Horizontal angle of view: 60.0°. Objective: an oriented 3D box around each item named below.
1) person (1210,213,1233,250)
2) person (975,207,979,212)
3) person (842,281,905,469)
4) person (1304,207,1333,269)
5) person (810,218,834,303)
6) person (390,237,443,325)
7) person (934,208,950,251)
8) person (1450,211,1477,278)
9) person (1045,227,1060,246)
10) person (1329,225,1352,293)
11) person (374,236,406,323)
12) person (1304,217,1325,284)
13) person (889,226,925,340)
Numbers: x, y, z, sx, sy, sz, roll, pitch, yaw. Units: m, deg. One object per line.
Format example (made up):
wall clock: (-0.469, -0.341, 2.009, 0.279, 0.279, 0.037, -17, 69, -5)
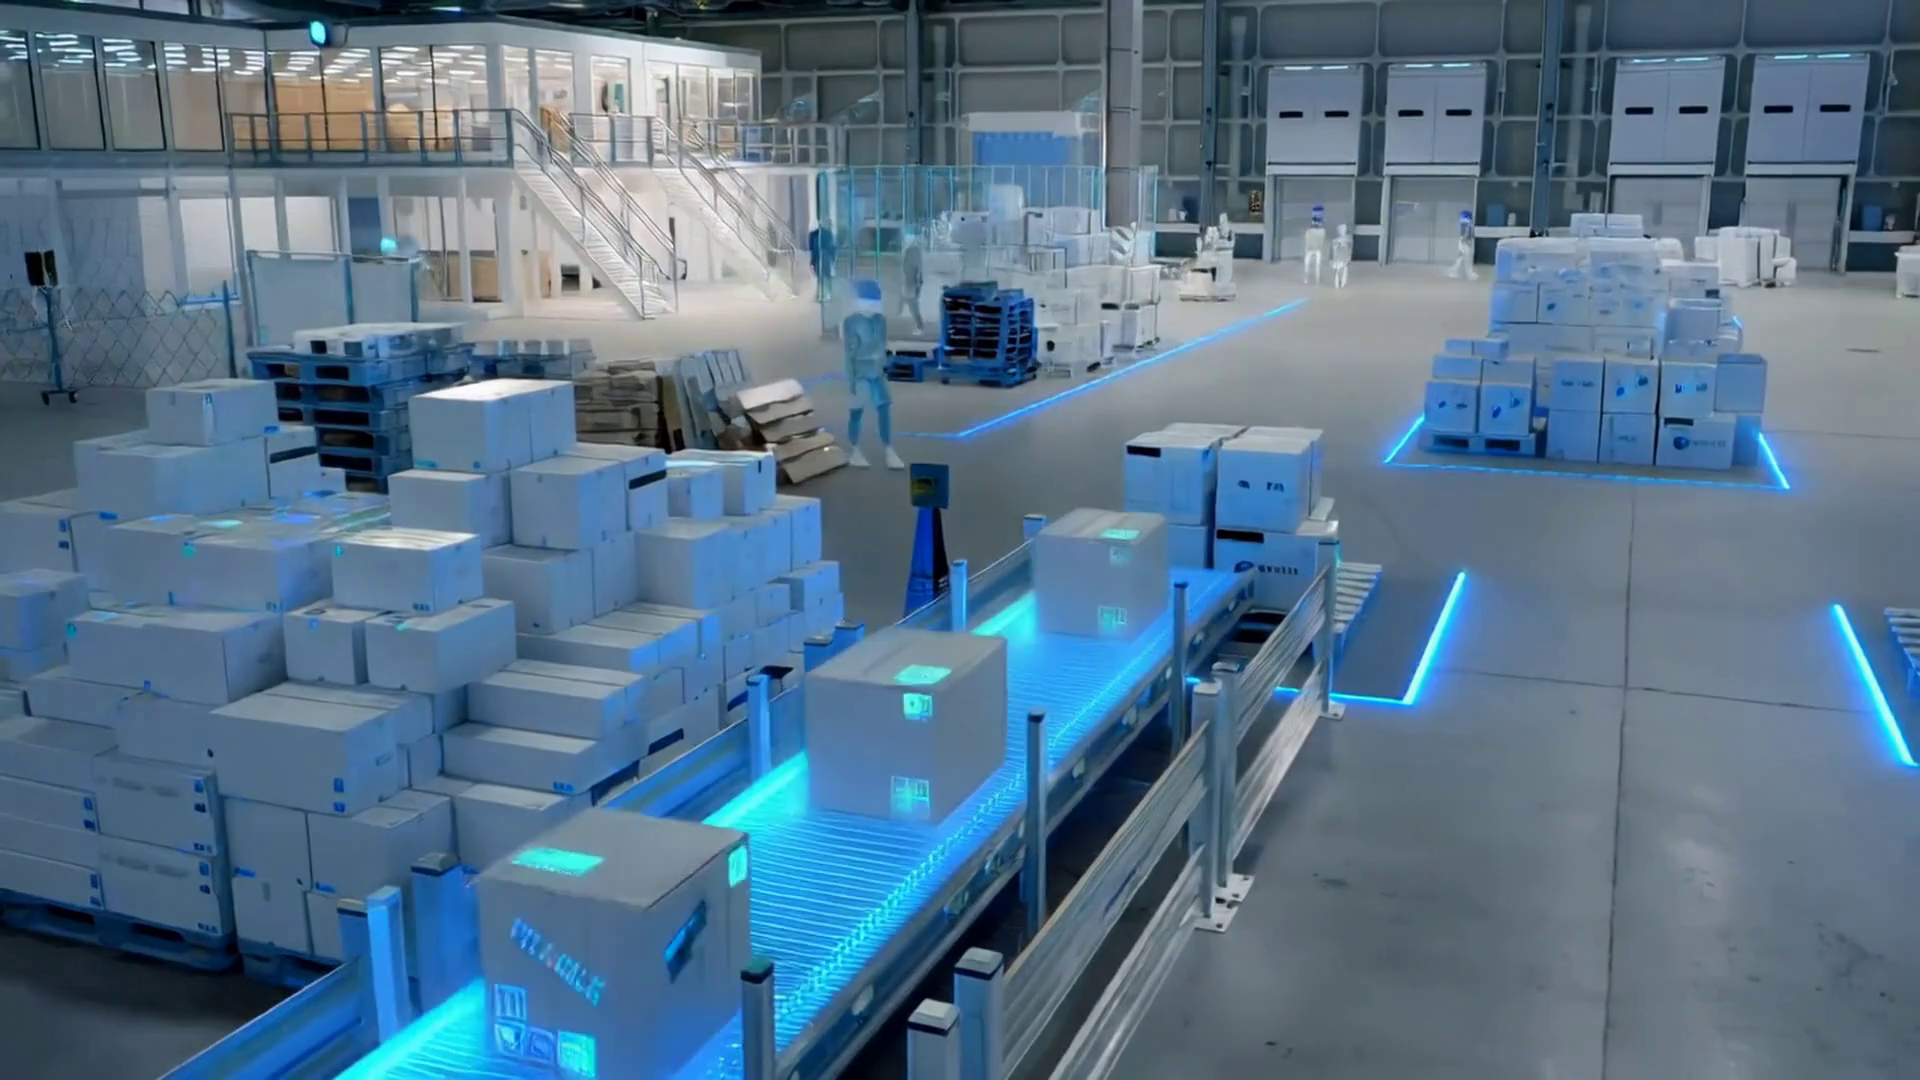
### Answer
person: (7.224, -8.058, 45.735, 0.663, 1.811, 0.833, -1, 13, -2)
person: (0.369, -8.515, 47.491, 0.510, 1.946, 0.658, -1, 13, -5)
person: (-0.884, -1.643, 16.773, 0.556, 1.899, 0.910, -8, 15, -31)
person: (10.991, -9.190, 50.686, 1.004, 1.868, 0.607, 4, 13, 16)
person: (-3.132, -6.338, 37.780, 0.622, 1.932, 0.368, -9, 15, -35)
person: (-8.121, -3.573, 25.110, 0.974, 2.000, 0.709, 8, 15, 33)
person: (-0.454, -8.251, 46.337, 0.615, 1.941, 0.408, -1, 13, -6)
person: (14.129, -8.266, 46.542, 0.616, 1.886, 0.779, -8, 15, -33)
person: (1.848, -5.393, 33.665, 0.310, 1.868, 0.533, 8, 15, 31)
person: (9.394, -6.944, 41.096, 0.538, 1.663, 0.828, 3, 13, 11)
person: (-9.408, -4.081, 27.646, 0.587, 1.927, 0.367, -8, 15, -32)
person: (9.412, -7.687, 44.202, 0.523, 1.763, 0.329, 4, 13, 16)
person: (-0.978, -4.534, 29.475, 0.815, 2.011, 0.651, -2, 13, -10)
